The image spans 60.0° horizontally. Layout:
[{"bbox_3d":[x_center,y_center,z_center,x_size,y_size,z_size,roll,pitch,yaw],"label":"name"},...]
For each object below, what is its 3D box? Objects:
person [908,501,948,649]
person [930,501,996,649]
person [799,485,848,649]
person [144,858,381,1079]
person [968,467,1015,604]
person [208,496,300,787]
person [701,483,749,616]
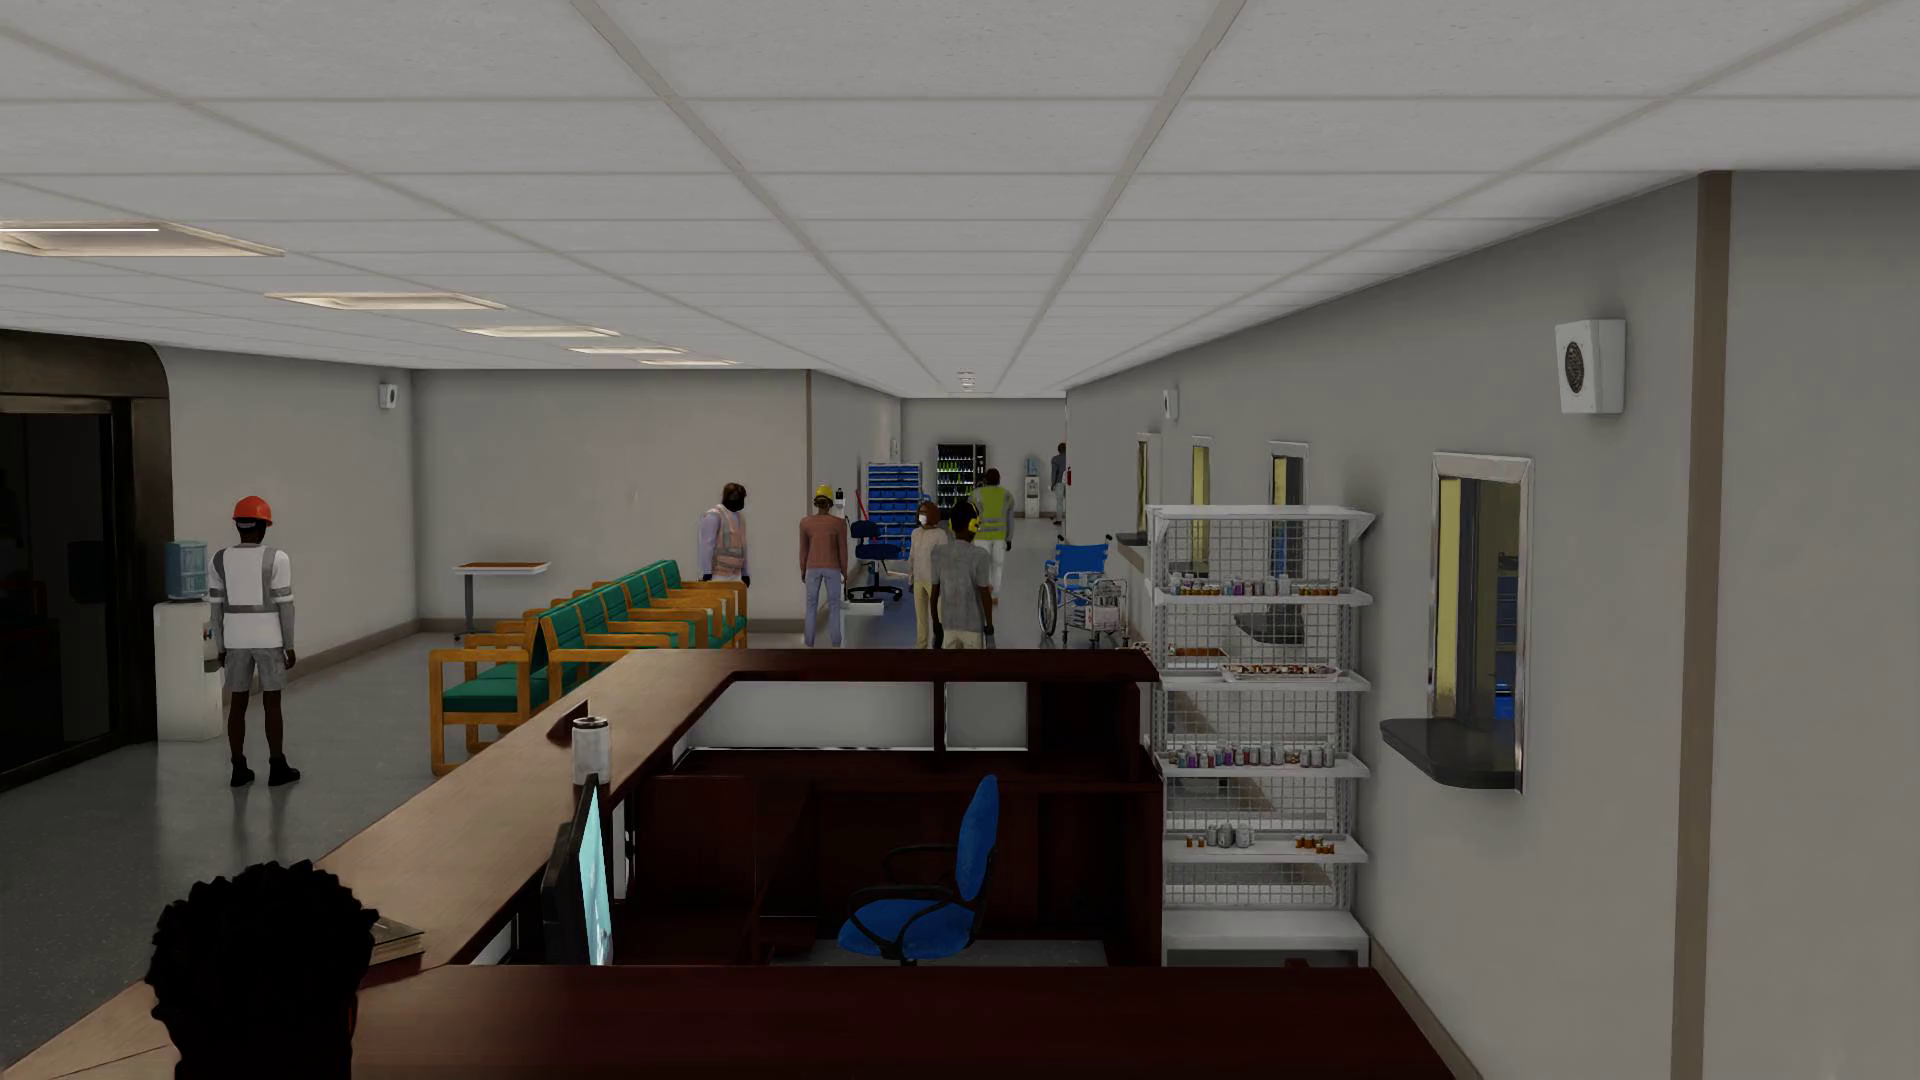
[{"bbox_3d":[-0.327,0.425,16.524,0.500,1.636,0.280,4,6,42],"label":"person"},{"bbox_3d":[0.026,0.654,11.739,0.518,1.865,0.328,2,5,30],"label":"person"},{"bbox_3d":[-1.418,0.309,17.336,0.521,1.758,0.349,1,4,8],"label":"person"},{"bbox_3d":[-0.703,1.312,1.768,0.606,1.966,0.367,-1,4,-12],"label":"person"},{"bbox_3d":[0.407,-0.040,21.764,0.638,1.821,0.636,-1,4,-10],"label":"person"},{"bbox_3d":[-4.672,0.671,11.036,0.542,1.930,0.366,0,4,-1],"label":"person"},{"bbox_3d":[-2.383,0.332,16.725,0.458,1.808,0.688,2,4,25],"label":"person"}]
